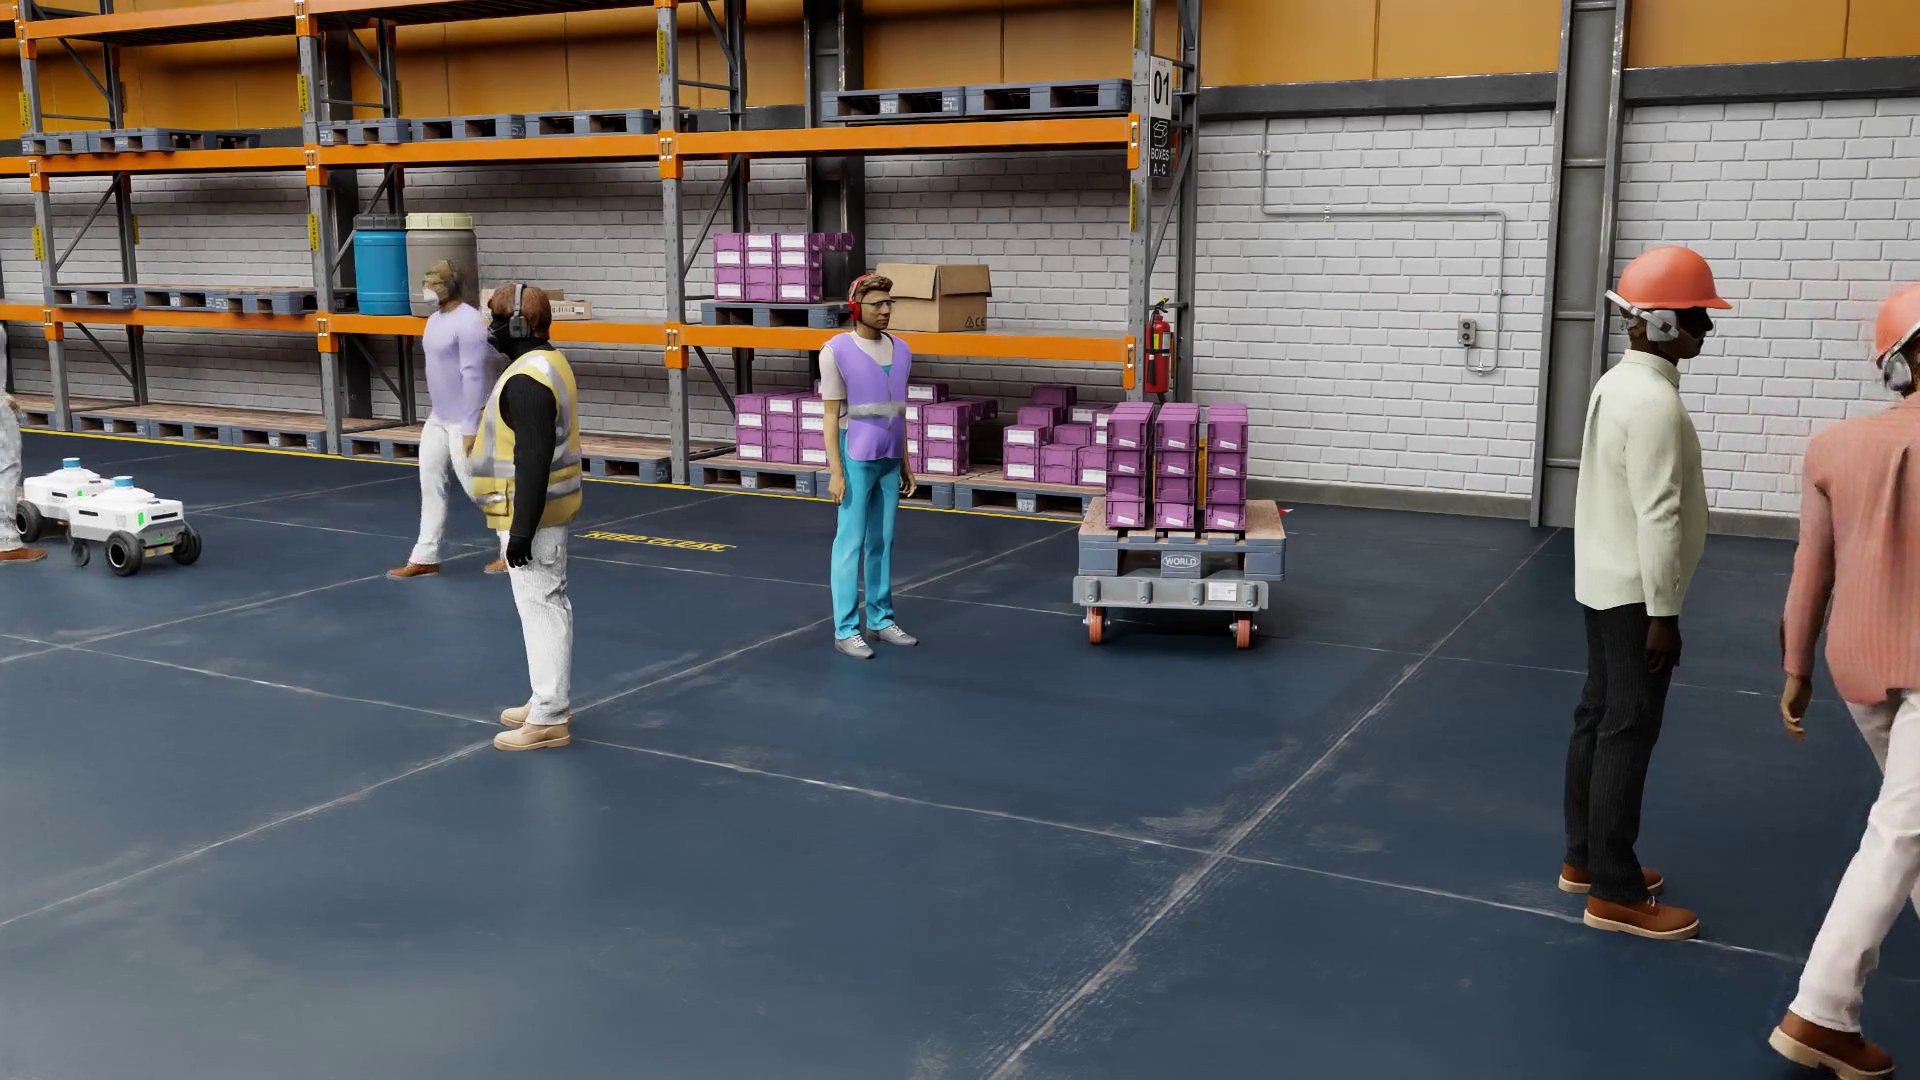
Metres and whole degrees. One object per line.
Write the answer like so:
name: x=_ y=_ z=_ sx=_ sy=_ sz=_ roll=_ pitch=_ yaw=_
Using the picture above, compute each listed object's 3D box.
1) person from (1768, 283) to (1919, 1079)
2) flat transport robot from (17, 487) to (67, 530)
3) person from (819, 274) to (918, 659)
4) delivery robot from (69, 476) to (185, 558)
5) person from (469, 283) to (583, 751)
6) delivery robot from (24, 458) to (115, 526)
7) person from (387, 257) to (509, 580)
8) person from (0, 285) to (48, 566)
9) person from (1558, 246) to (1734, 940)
person: x=2.377 y=0.336 z=4.118 sx=1.056 sy=1.915 sz=0.684 roll=-6 pitch=12 yaw=-30
flat transport robot: x=-6.768 y=-0.231 z=11.691 sx=1.431 sy=0.197 sz=0.652 roll=7 pitch=12 yaw=33
person: x=-0.451 y=-0.365 z=8.105 sx=0.388 sy=1.846 sz=0.565 roll=8 pitch=13 yaw=39
delivery robot: x=-5.103 y=-0.148 z=10.180 sx=0.707 sy=0.478 sz=0.477 roll=4 pitch=11 yaw=27
person: x=-1.718 y=-0.092 z=6.624 sx=0.429 sy=1.844 sz=0.625 roll=-2 pitch=10 yaw=-8
delivery robot: x=-5.881 y=-0.302 z=11.045 sx=0.707 sy=0.478 sz=0.477 roll=7 pitch=12 yaw=32
person: x=-2.994 y=-0.717 z=9.888 sx=0.736 sy=1.925 sz=0.641 roll=-9 pitch=14 yaw=-40
person: x=-6.060 y=-0.799 z=10.293 sx=0.639 sy=1.913 sz=0.574 roll=9 pitch=14 yaw=42
person: x=1.993 y=0.150 z=4.878 sx=0.380 sy=1.995 sz=0.611 roll=1 pitch=10 yaw=7
